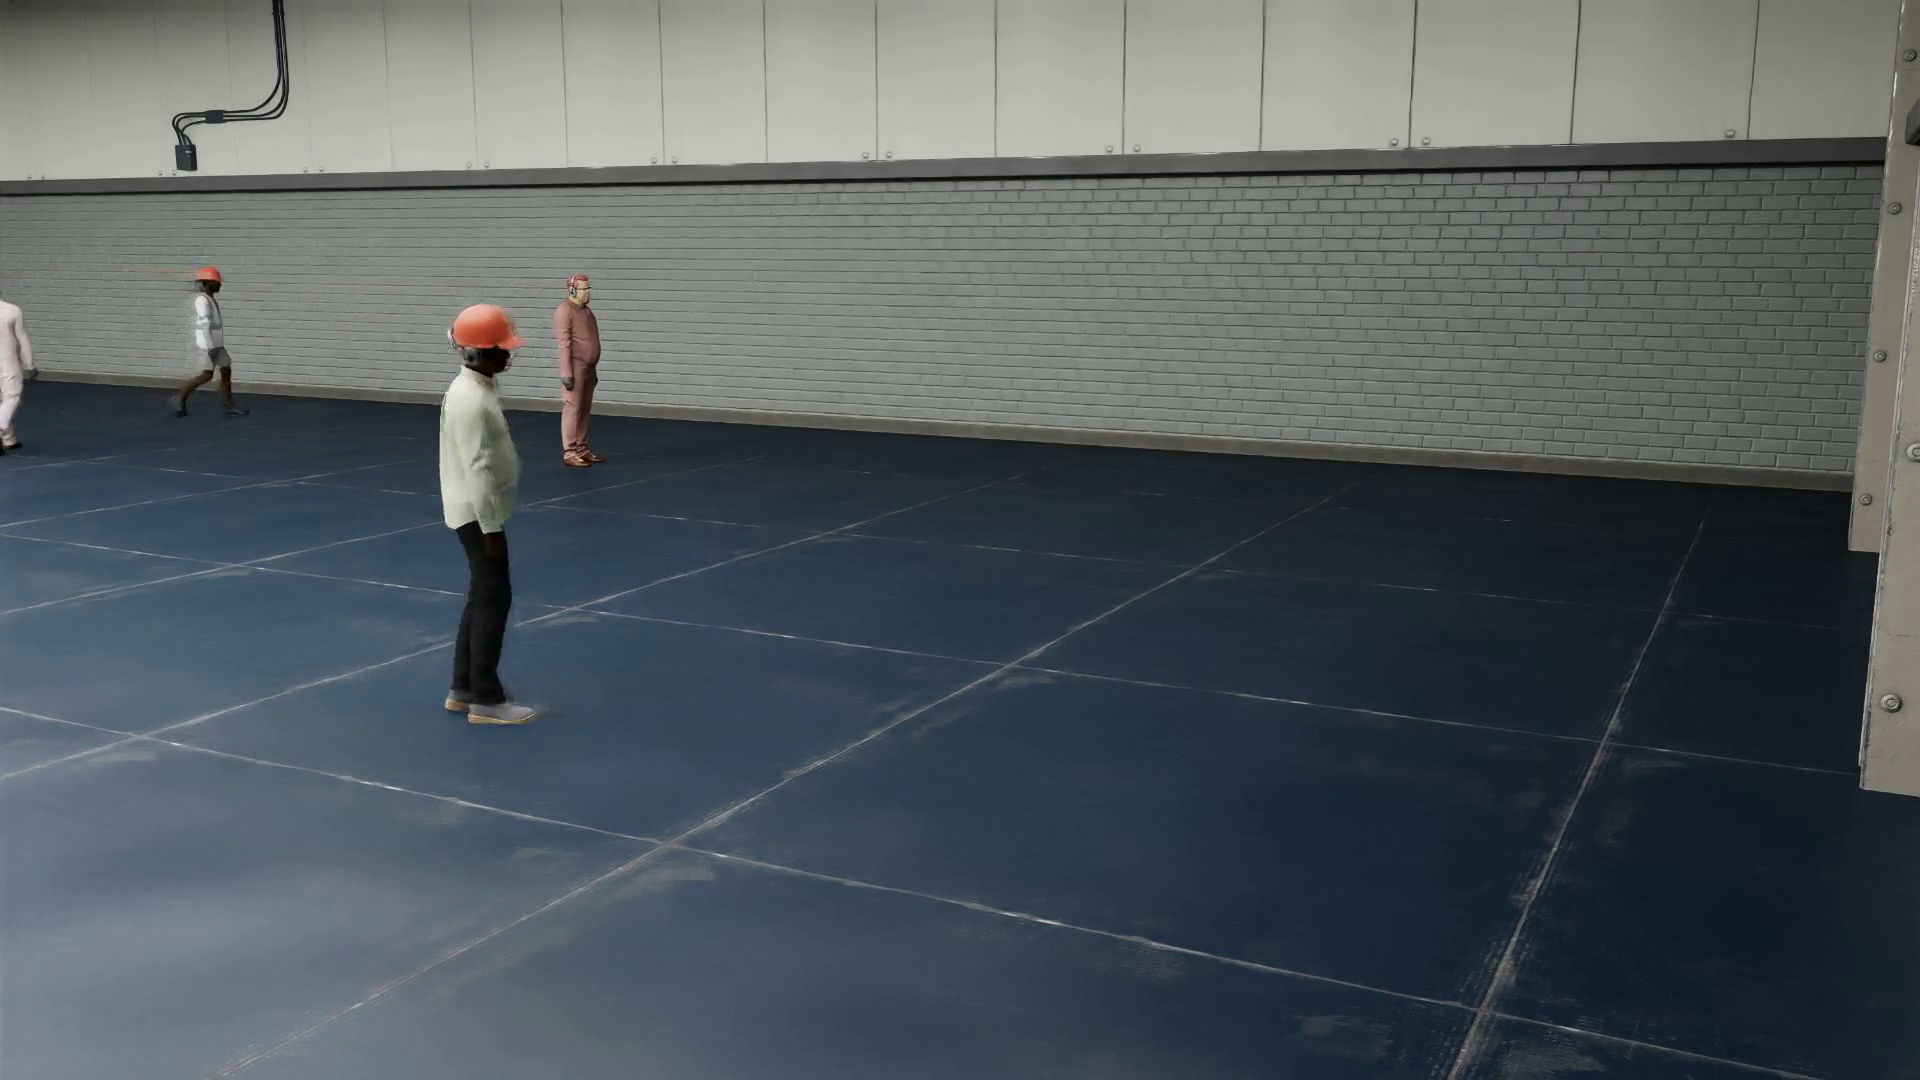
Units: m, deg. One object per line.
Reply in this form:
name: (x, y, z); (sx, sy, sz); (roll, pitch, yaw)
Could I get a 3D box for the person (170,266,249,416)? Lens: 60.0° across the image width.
person: (-9.524, -2.486, 20.975); (0.823, 1.912, 0.555); (-1, 10, -5)

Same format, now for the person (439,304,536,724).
person: (-2.253, -0.104, 7.852); (0.399, 1.980, 0.648); (-3, 11, -16)

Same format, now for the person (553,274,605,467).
person: (-3.787, -1.692, 16.638); (0.399, 1.908, 0.643); (2, 11, 12)

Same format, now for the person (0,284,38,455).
person: (-10.145, -1.843, 17.529); (0.639, 1.880, 0.881); (0, 10, -2)
